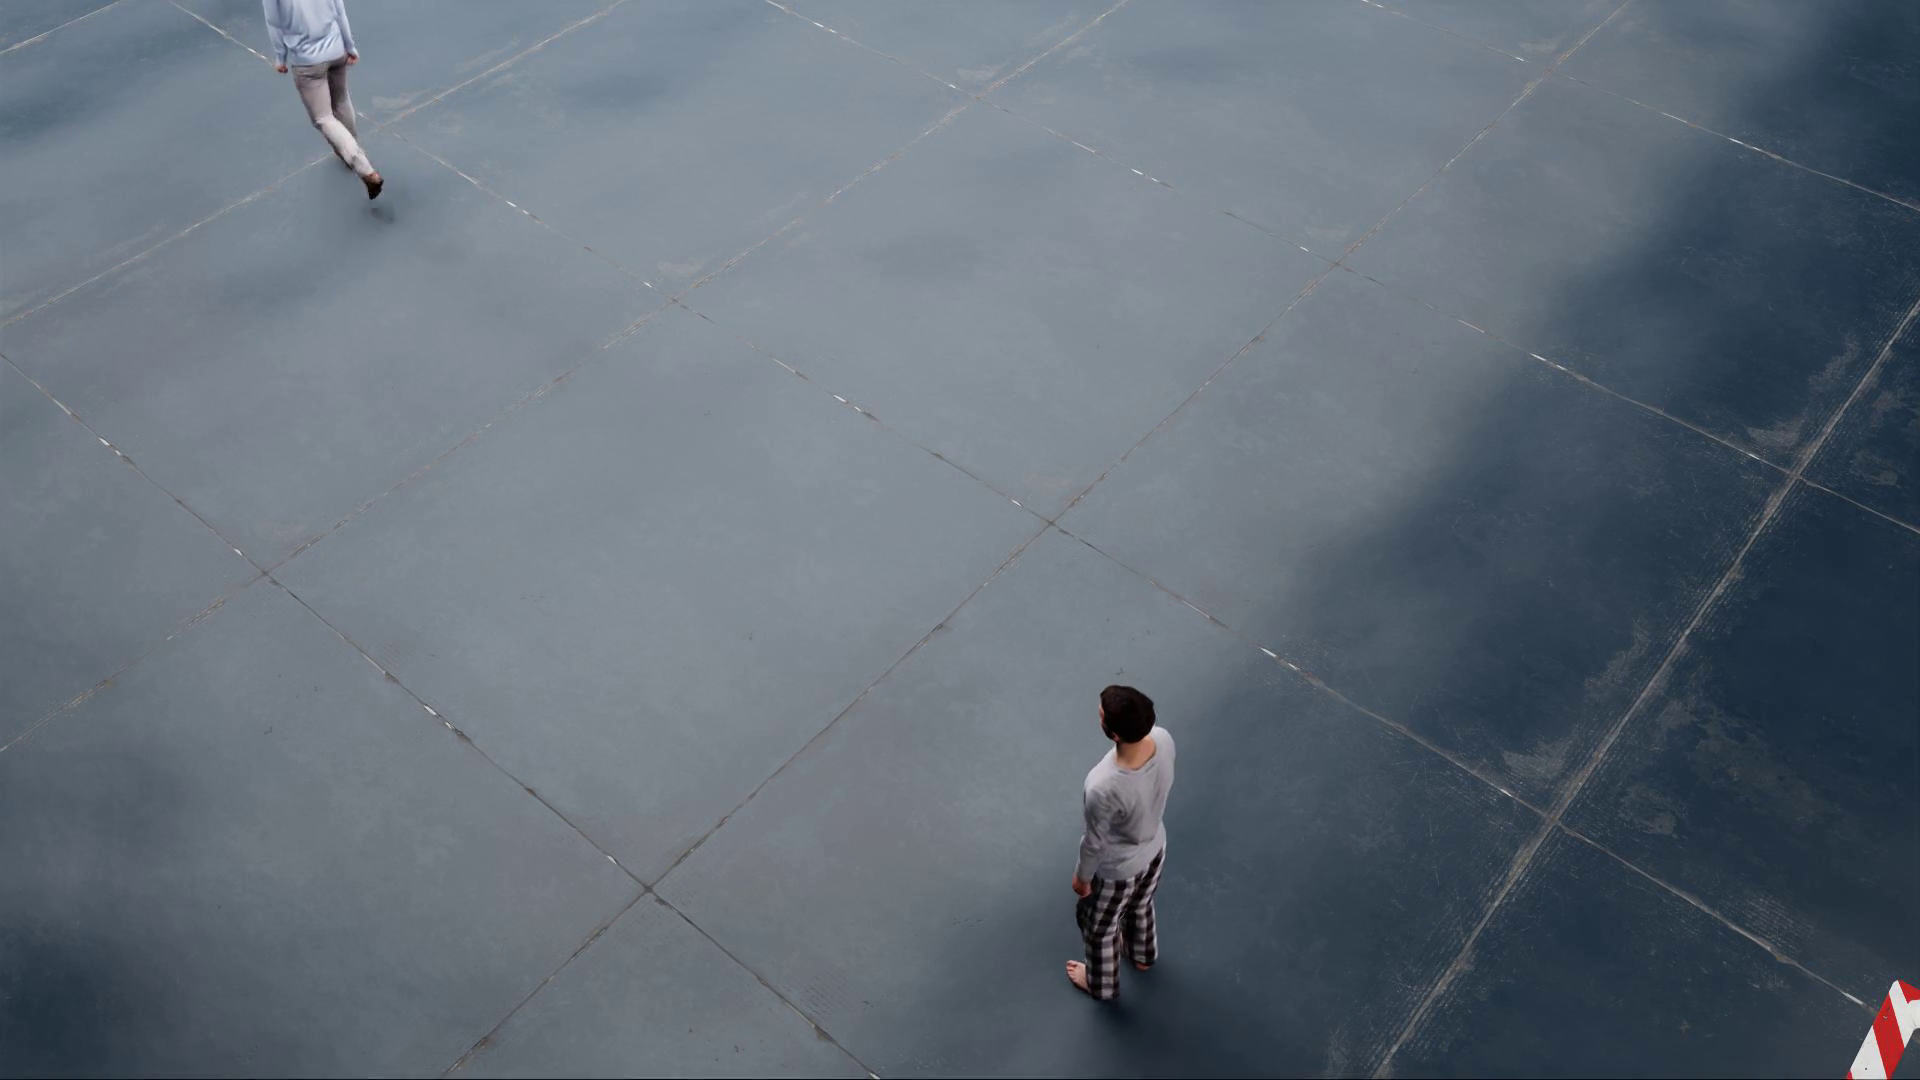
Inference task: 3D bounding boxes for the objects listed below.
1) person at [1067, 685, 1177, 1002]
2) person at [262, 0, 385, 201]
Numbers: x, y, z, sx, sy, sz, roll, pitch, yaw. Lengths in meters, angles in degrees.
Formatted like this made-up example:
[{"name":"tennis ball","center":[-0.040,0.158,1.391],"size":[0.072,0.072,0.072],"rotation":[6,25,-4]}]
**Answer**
[{"name":"person","center":[0.671,1.251,6.658],"size":[0.582,1.837,0.611],"rotation":[31,55,26]},{"name":"person","center":[-4.049,-3.030,10.595],"size":[0.749,1.867,1.195],"rotation":[-35,56,-28]}]
